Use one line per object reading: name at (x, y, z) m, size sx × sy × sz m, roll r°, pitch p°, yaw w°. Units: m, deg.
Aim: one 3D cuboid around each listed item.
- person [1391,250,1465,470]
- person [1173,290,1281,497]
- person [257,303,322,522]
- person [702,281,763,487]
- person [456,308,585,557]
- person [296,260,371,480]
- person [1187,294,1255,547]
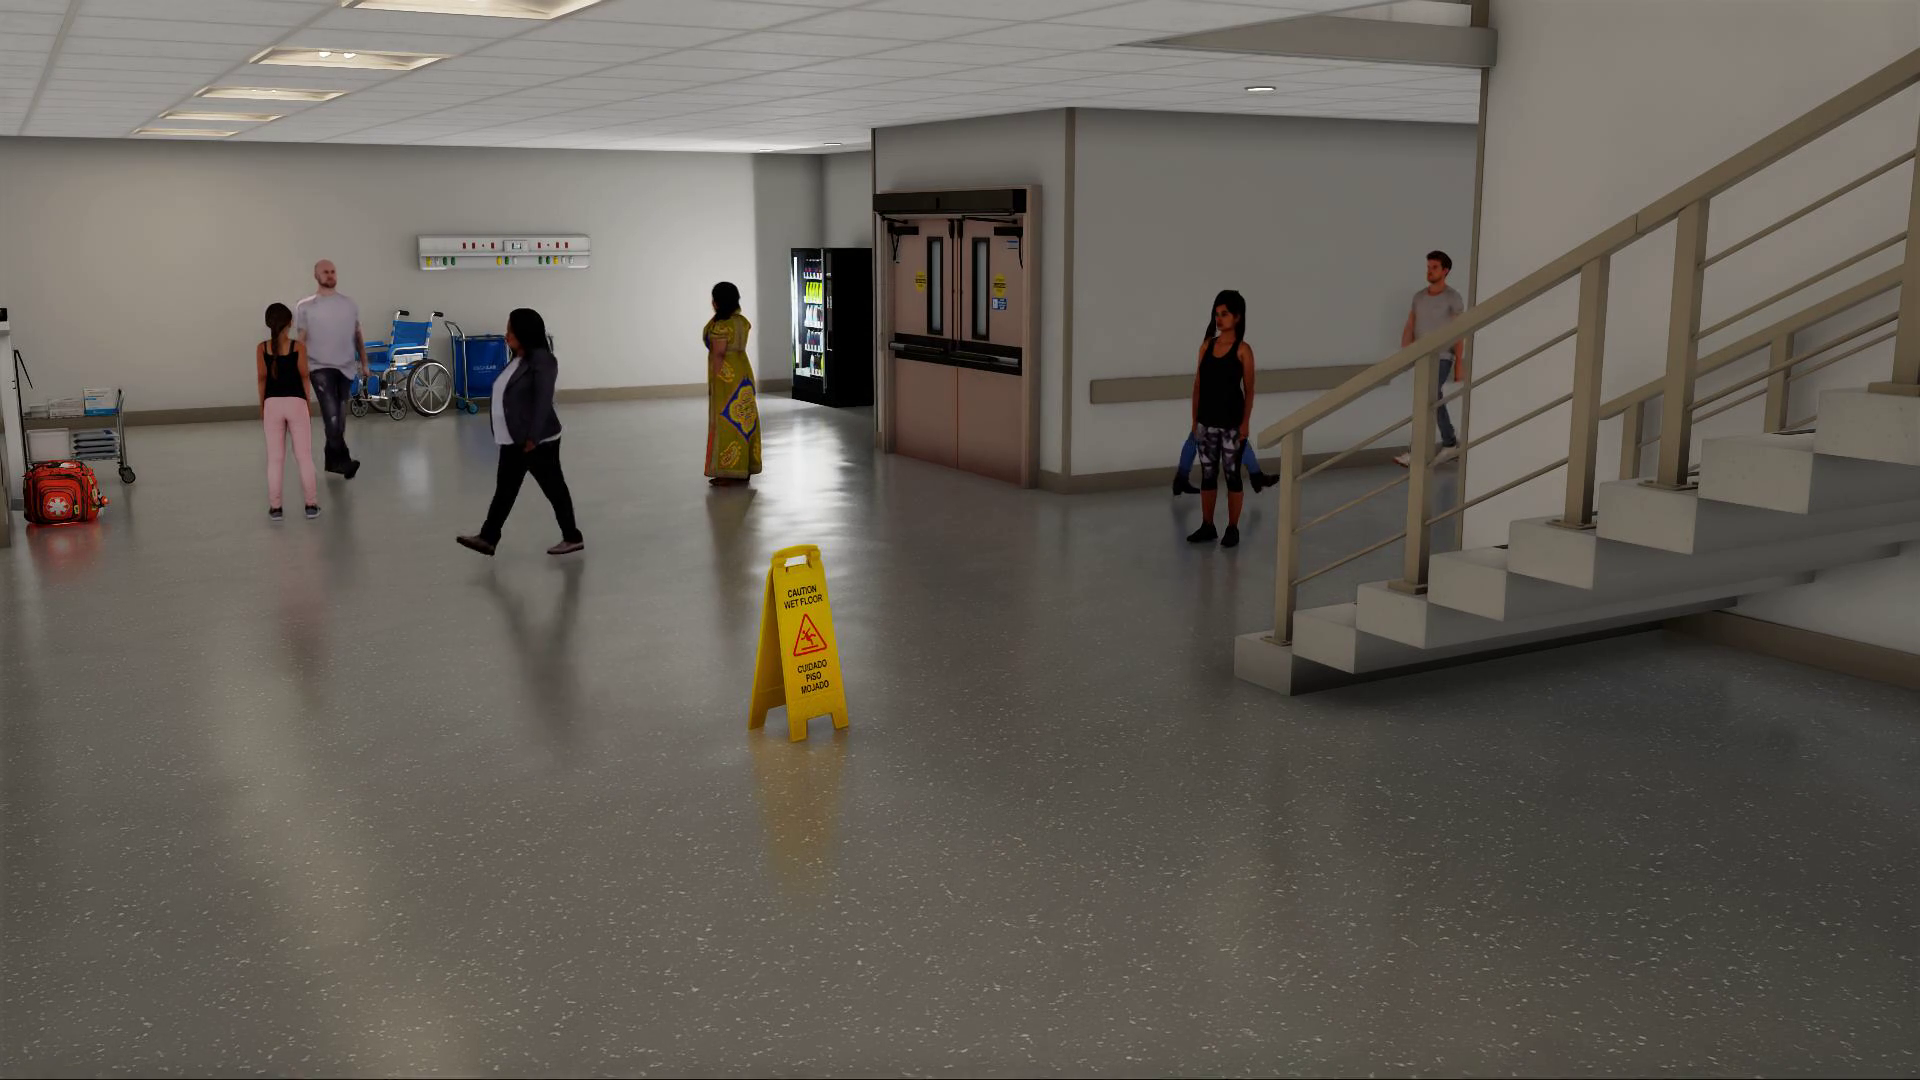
person at (4.136, -1.523, 14.366) m, size 0.760 × 1.849 × 1.150 m, roll -7°, pitch 13°, yaw -33°
person at (1.901, -1.086, 12.794) m, size 0.885 × 1.576 × 1.079 m, roll -2°, pitch 11°, yaw -12°
person at (-4.869, -0.932, 12.019) m, size 0.557 × 1.562 × 0.559 m, roll -3°, pitch 11°, yaw -16°
person at (-1.896, -1.293, 13.662) m, size 1.030 × 1.660 × 0.998 m, roll 4°, pitch 12°, yaw 22°
person at (-2.638, -0.648, 10.534) m, size 0.882 × 1.559 × 1.023 m, roll -10°, pitch 15°, yaw -42°
person at (-5.266, -1.400, 13.878) m, size 0.865 × 1.789 × 1.217 m, roll -10°, pitch 15°, yaw -43°
person at (1.755, -0.801, 11.075) m, size 0.561 × 1.658 × 0.703 m, roll 9°, pitch 14°, yaw 39°
